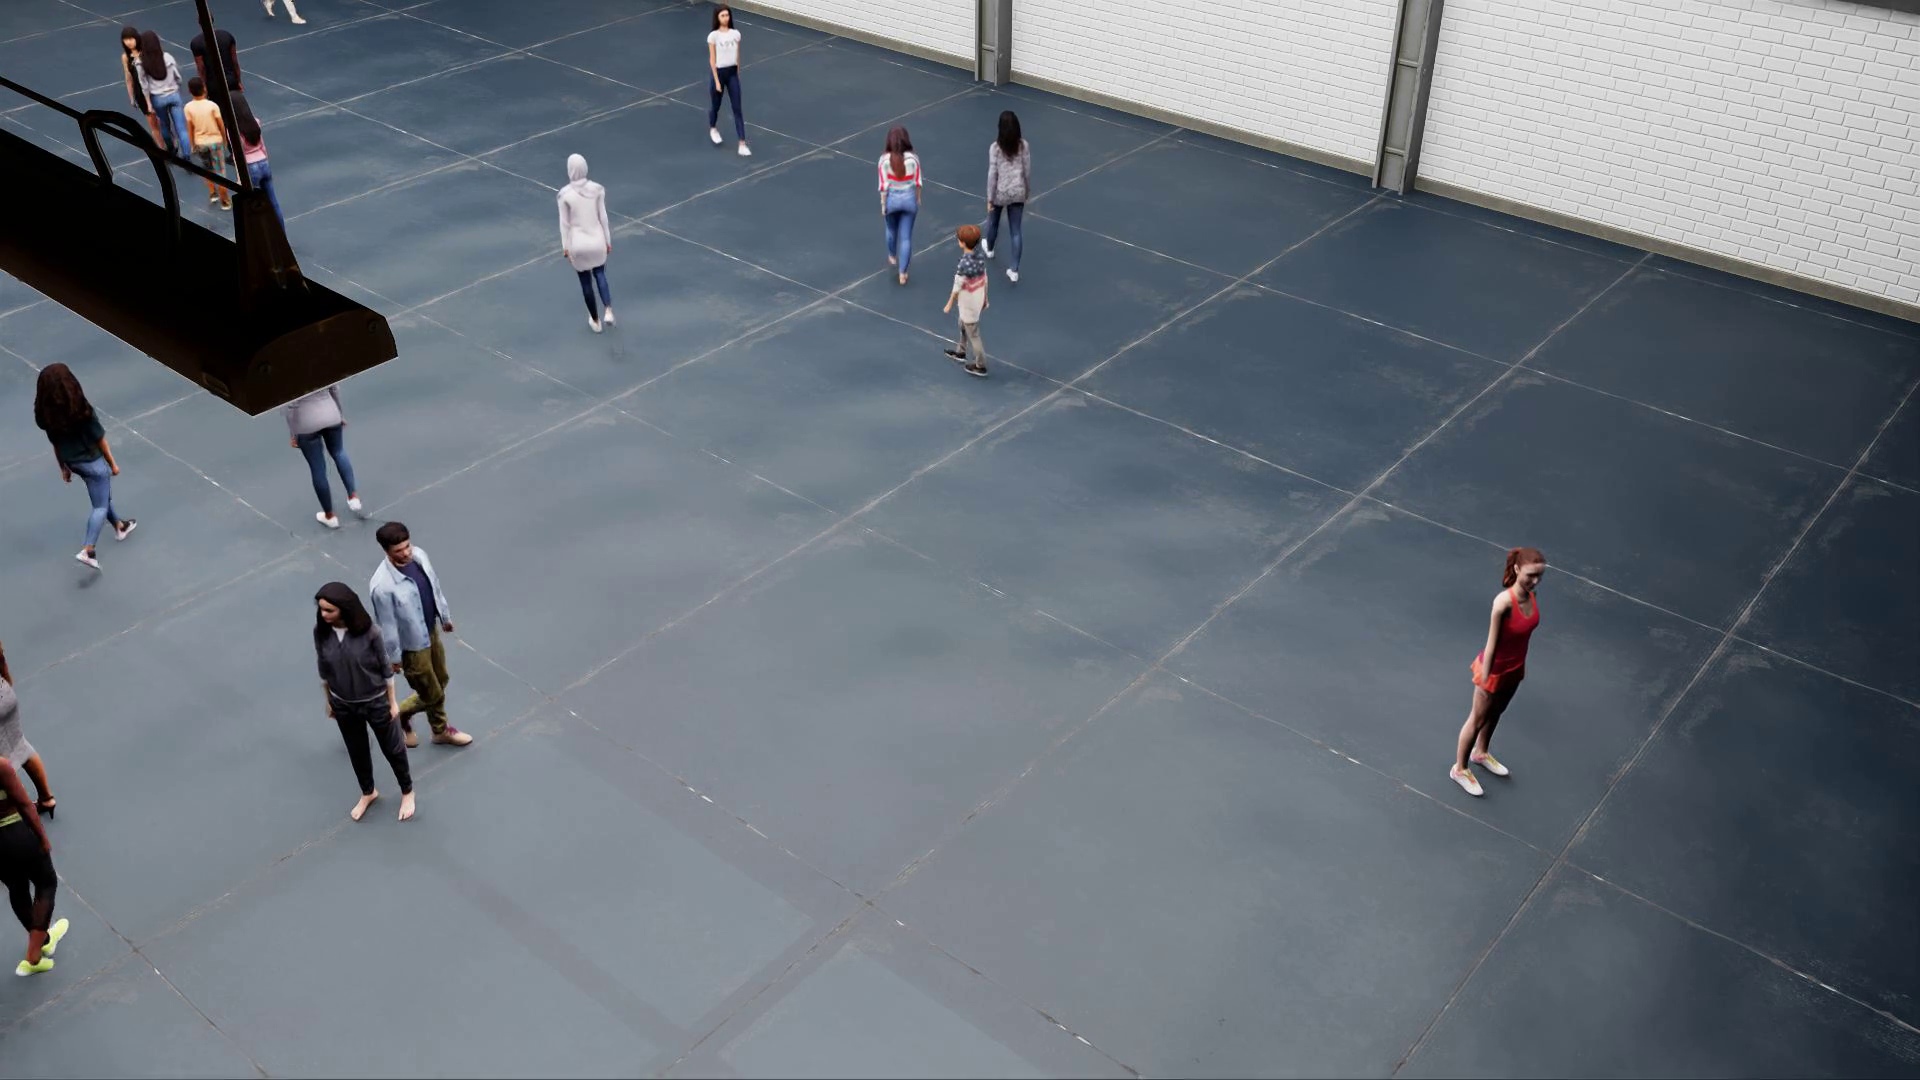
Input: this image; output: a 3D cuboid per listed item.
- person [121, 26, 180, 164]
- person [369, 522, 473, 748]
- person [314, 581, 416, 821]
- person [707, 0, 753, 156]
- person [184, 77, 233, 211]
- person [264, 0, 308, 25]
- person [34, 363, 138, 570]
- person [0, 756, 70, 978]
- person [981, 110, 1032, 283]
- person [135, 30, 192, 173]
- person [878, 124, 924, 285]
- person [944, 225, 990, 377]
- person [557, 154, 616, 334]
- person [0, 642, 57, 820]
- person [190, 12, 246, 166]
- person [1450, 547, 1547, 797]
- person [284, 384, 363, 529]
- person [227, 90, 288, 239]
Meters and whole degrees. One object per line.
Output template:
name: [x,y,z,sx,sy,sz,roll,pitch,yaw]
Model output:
person: [-9.515,-5.245,19.582,0.746,1.638,0.806,-4,34,-6]
person: [-3.549,0.624,10.609,0.942,1.797,0.887,5,34,8]
person: [-3.634,0.967,10.124,0.645,1.762,0.733,1,34,2]
person: [-2.869,-5.511,19.901,0.873,1.727,1.234,-19,38,-26]
person: [-8.321,-4.360,18.422,0.736,1.448,0.818,-10,35,-14]
person: [-10.070,-8.427,24.323,1.134,1.689,0.802,15,36,21]
person: [-6.631,-0.541,12.545,1.062,1.594,1.002,5,34,7]
person: [-5.229,1.708,9.031,0.864,1.738,0.906,-1,34,-1]
person: [0.510,-3.439,16.814,1.042,1.694,1.191,-9,35,-13]
person: [-9.202,-5.065,19.362,0.868,1.582,1.163,-17,37,-24]
person: [-0.597,-3.361,16.797,0.966,1.583,0.993,1,34,1]
person: [0.159,-2.161,15.139,0.806,1.420,0.610,16,37,23]
person: [-3.508,-2.749,15.710,0.744,1.766,0.813,-15,37,-21]
person: [-5.816,1.052,9.981,0.655,1.778,0.675,7,34,10]
person: [-8.666,-5.326,19.540,0.552,1.819,0.673,28,42,35]
person: [3.385,0.790,10.401,0.601,1.750,0.579,-25,41,-32]
person: [-4.952,-0.882,12.936,0.653,1.728,0.658,29,43,36]
person: [-7.365,-3.845,17.381,0.554,1.742,0.597,18,37,25]
